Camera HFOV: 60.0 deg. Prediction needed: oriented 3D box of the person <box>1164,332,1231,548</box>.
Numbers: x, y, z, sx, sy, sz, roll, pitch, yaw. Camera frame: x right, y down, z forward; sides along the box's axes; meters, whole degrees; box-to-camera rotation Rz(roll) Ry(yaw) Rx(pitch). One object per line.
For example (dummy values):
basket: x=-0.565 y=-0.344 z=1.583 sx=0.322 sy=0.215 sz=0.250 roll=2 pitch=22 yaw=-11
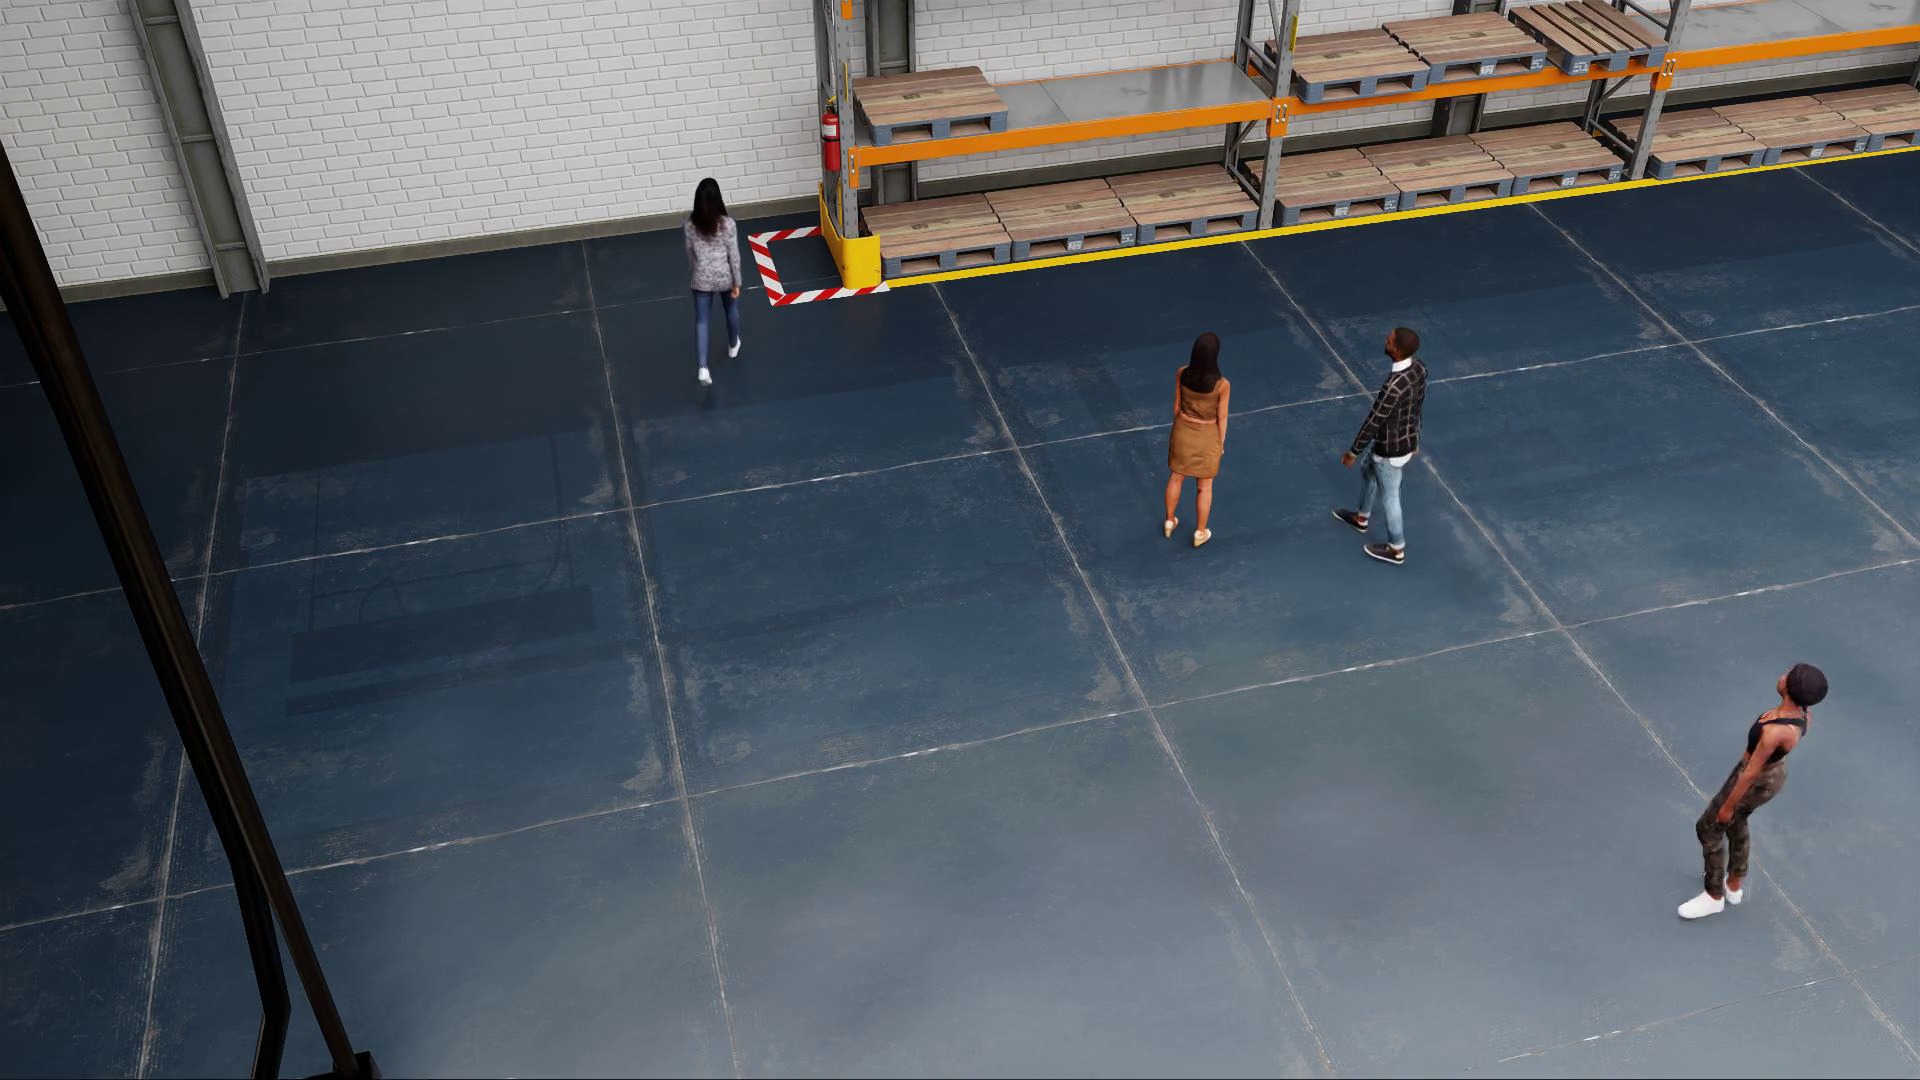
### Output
person: x=1.650 y=-0.697 z=11.635 sx=0.634 sy=1.686 sz=0.695 roll=20 pitch=43 yaw=23

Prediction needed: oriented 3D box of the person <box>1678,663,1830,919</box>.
person: x=4.316 y=1.368 z=9.066 sx=0.873 sy=1.665 sz=0.724 roll=22 pitch=44 yaw=25

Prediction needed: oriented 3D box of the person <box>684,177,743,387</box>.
person: x=-1.997 y=-2.049 z=13.314 sx=1.117 sy=1.705 sz=0.871 roll=1 pitch=39 yaw=1

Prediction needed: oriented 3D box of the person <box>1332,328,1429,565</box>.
person: x=3.062 y=-0.596 z=11.424 sx=1.029 sy=1.793 sz=0.985 roll=22 pitch=44 yaw=26
